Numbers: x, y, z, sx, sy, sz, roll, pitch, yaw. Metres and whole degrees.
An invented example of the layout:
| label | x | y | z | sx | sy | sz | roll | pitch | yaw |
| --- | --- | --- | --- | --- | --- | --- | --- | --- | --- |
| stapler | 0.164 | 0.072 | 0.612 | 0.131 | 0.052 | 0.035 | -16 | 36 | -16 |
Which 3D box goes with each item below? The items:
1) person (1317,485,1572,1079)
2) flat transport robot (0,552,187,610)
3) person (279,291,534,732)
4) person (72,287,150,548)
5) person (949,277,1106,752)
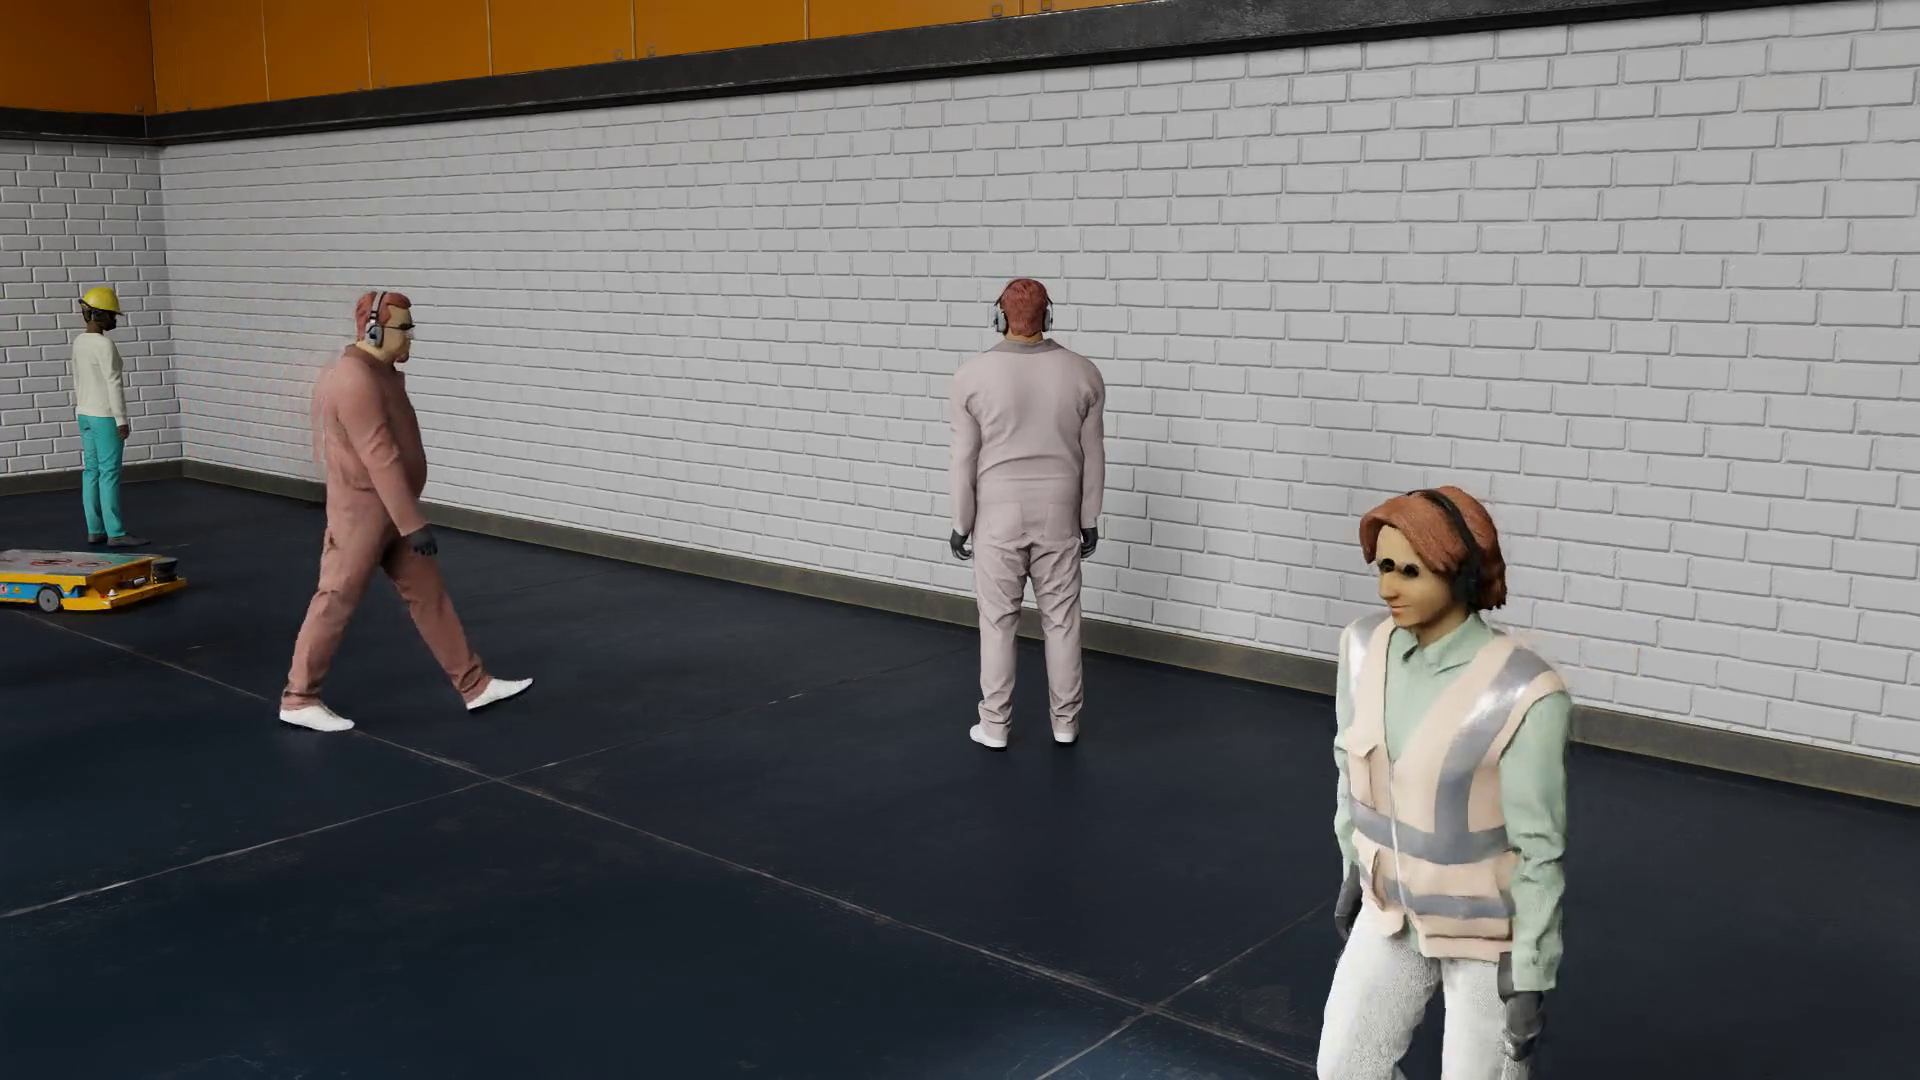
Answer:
| label | x | y | z | sx | sy | sz | roll | pitch | yaw |
| --- | --- | --- | --- | --- | --- | --- | --- | --- | --- |
| person | 0.850 | 0.700 | 2.961 | 0.360 | 1.621 | 0.552 | -6 | 11 | -30 |
| flat transport robot | -5.298 | 0.219 | 9.569 | 1.431 | 0.197 | 0.652 | 2 | 10 | 11 |
| person | -2.396 | -0.106 | 6.946 | 1.041 | 1.844 | 0.634 | -1 | 10 | -5 |
| person | -5.796 | -0.825 | 11.288 | 0.523 | 1.759 | 0.336 | 8 | 13 | 38 |
| person | 0.261 | -0.094 | 6.703 | 0.639 | 1.908 | 0.409 | -2 | 10 | -9 |
